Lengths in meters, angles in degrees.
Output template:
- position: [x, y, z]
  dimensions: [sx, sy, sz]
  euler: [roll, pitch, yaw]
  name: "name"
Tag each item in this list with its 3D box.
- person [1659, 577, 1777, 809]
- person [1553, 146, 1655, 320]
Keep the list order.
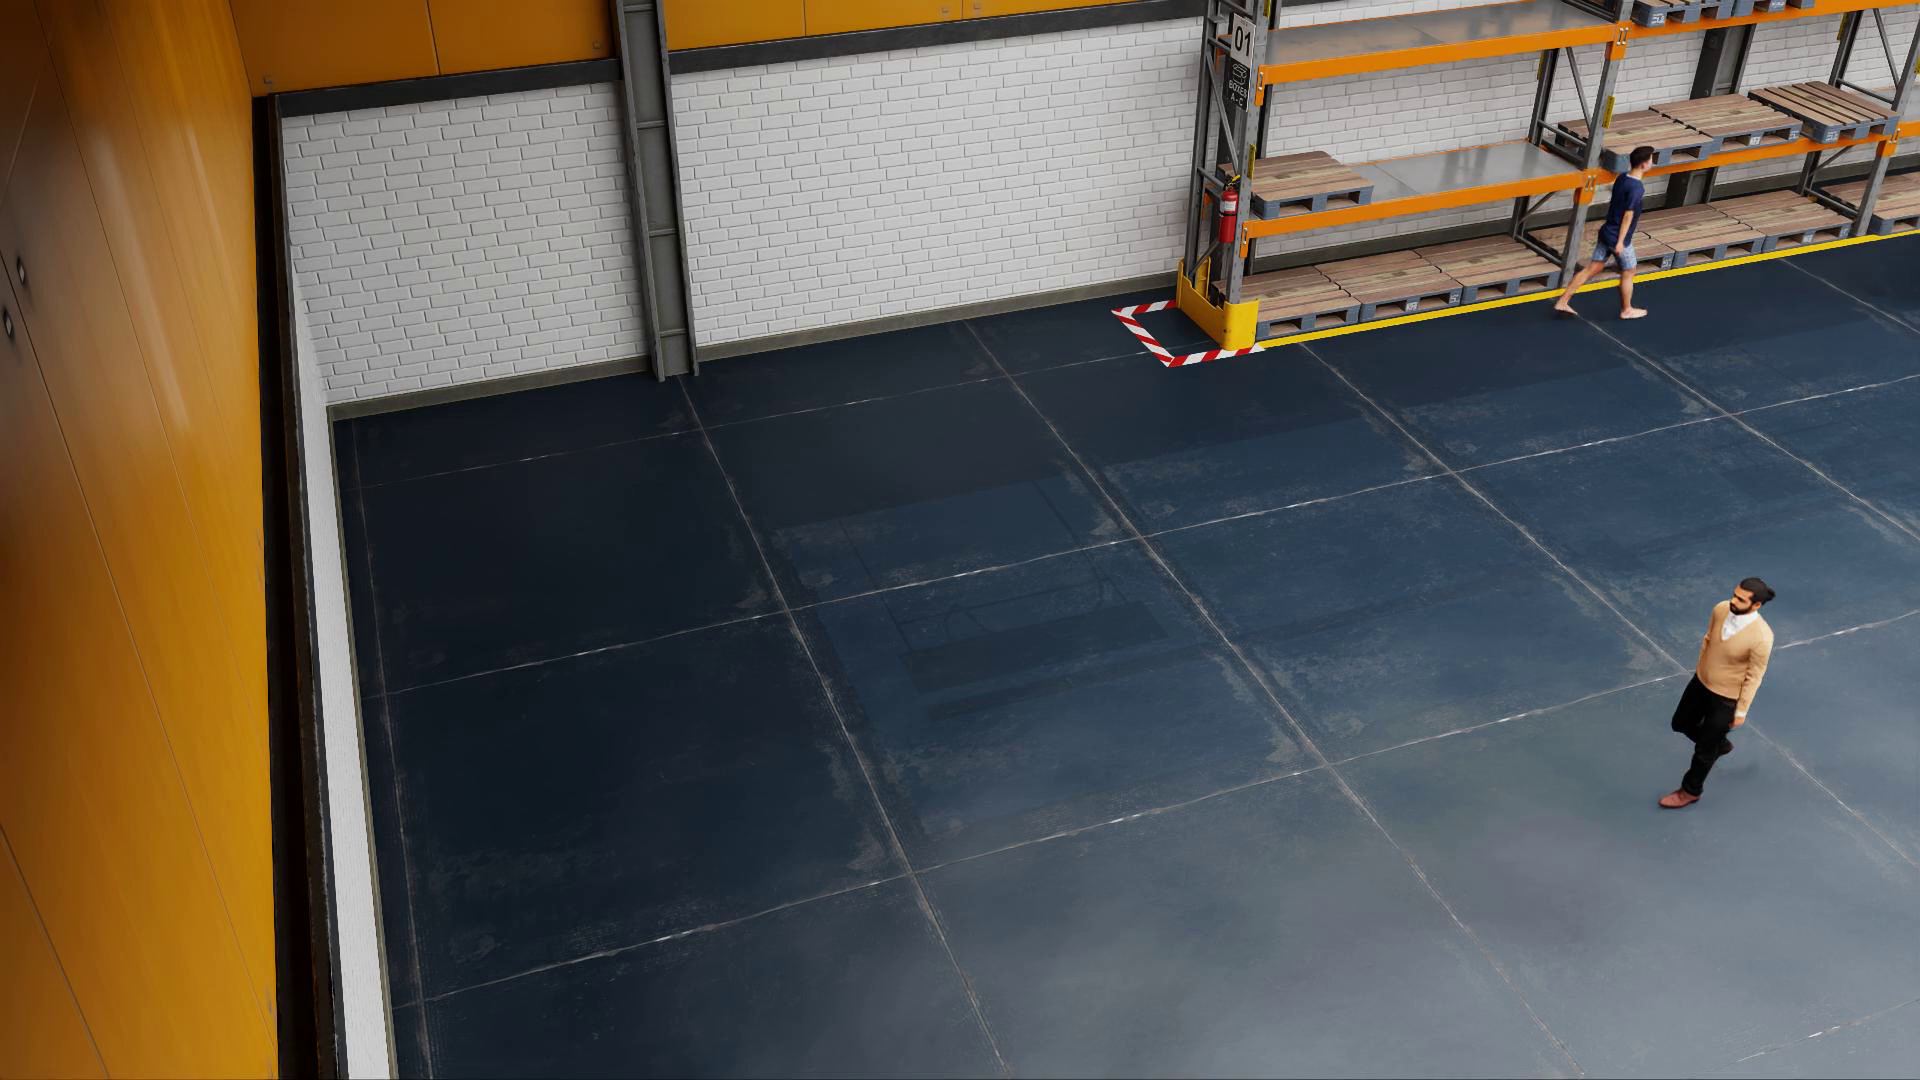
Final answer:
- position: [4.920, 0.960, 10.636]
  dimensions: [0.827, 1.739, 0.643]
  euler: [-12, 35, -17]
  name: "person"
- position: [6.440, -3.009, 16.552]
  dimensions: [1.244, 1.801, 0.835]
  euler: [-4, 34, -5]
  name: "person"
